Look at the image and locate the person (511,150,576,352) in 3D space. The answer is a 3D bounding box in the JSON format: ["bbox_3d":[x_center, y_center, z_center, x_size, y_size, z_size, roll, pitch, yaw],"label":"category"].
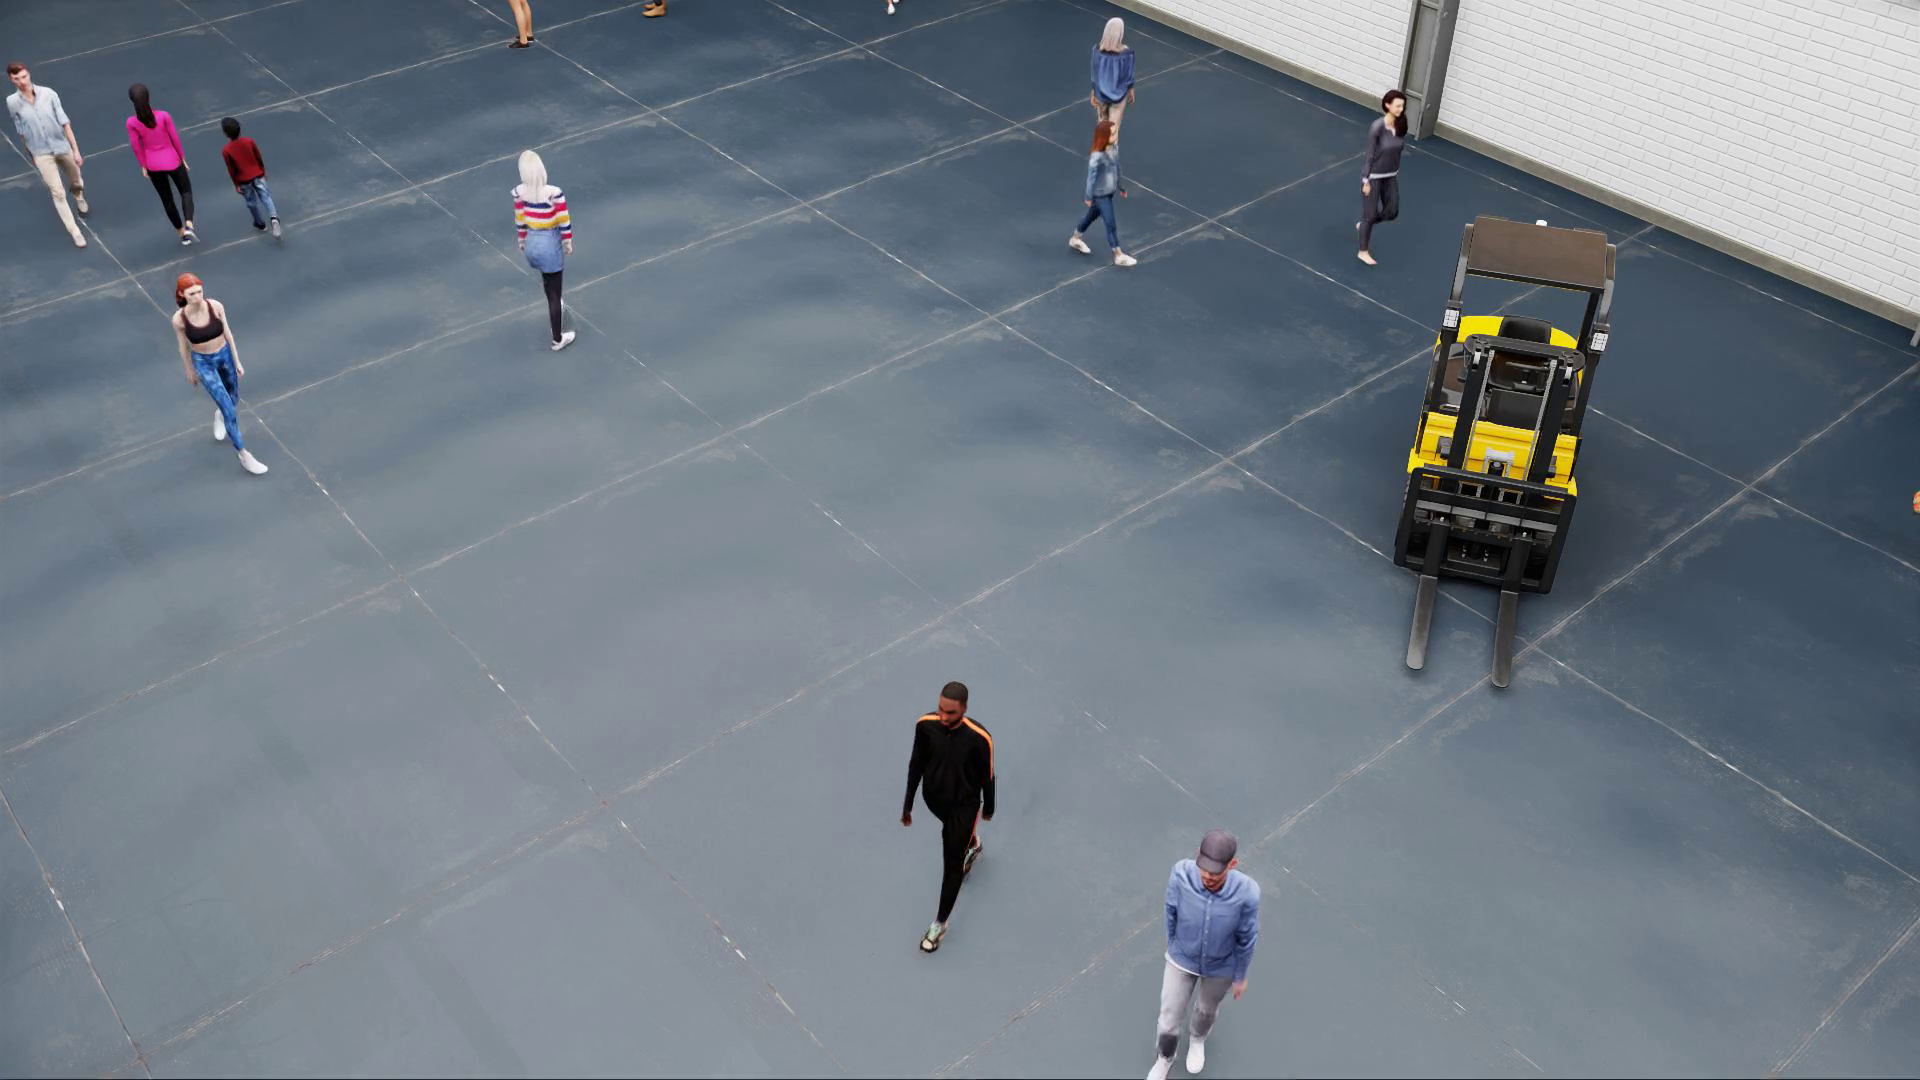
[{"bbox_3d":[-3.736,-2.552,14.824,0.996,1.770,0.994,18,42,21],"label":"person"}]

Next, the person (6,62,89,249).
[{"bbox_3d":[-8.973,-3.873,16.436,0.709,1.824,1.127,-22,43,-25],"label":"person"}]

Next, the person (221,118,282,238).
[{"bbox_3d":[-7.046,-3.601,16.565,0.510,1.237,0.743,-27,46,-30],"label":"person"}]

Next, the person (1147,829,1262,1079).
[{"bbox_3d":[1.323,2.150,8.855,0.809,1.873,0.877,9,40,11],"label":"person"}]

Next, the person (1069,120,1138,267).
[{"bbox_3d":[1.321,-3.383,16.124,1.064,1.446,0.783,20,43,24],"label":"person"}]

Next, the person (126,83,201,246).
[{"bbox_3d":[-7.755,-3.614,16.225,0.723,1.692,0.873,-14,41,-17],"label":"person"}]

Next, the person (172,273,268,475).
[{"bbox_3d":[-6.023,-1.390,13.388,0.622,1.757,1.095,-28,47,-31],"label":"person"}]

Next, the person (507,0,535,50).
[{"bbox_3d":[-5.456,-6.939,20.257,0.727,1.846,0.683,6,39,8],"label":"person"}]

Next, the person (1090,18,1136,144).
[{"bbox_3d":[1.565,-4.608,17.479,0.799,1.680,0.843,15,41,18],"label":"person"}]

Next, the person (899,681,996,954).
[{"bbox_3d":[-0.009,1.467,9.806,1.232,1.753,1.050,16,41,19],"label":"person"}]

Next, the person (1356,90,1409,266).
[{"bbox_3d":[3.994,-3.539,16.071,0.690,1.757,0.774,-19,42,-22],"label":"person"}]

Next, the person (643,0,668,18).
[{"bbox_3d":[-3.934,-7.534,21.109,0.765,1.711,0.679,-1,39,-2],"label":"person"}]
